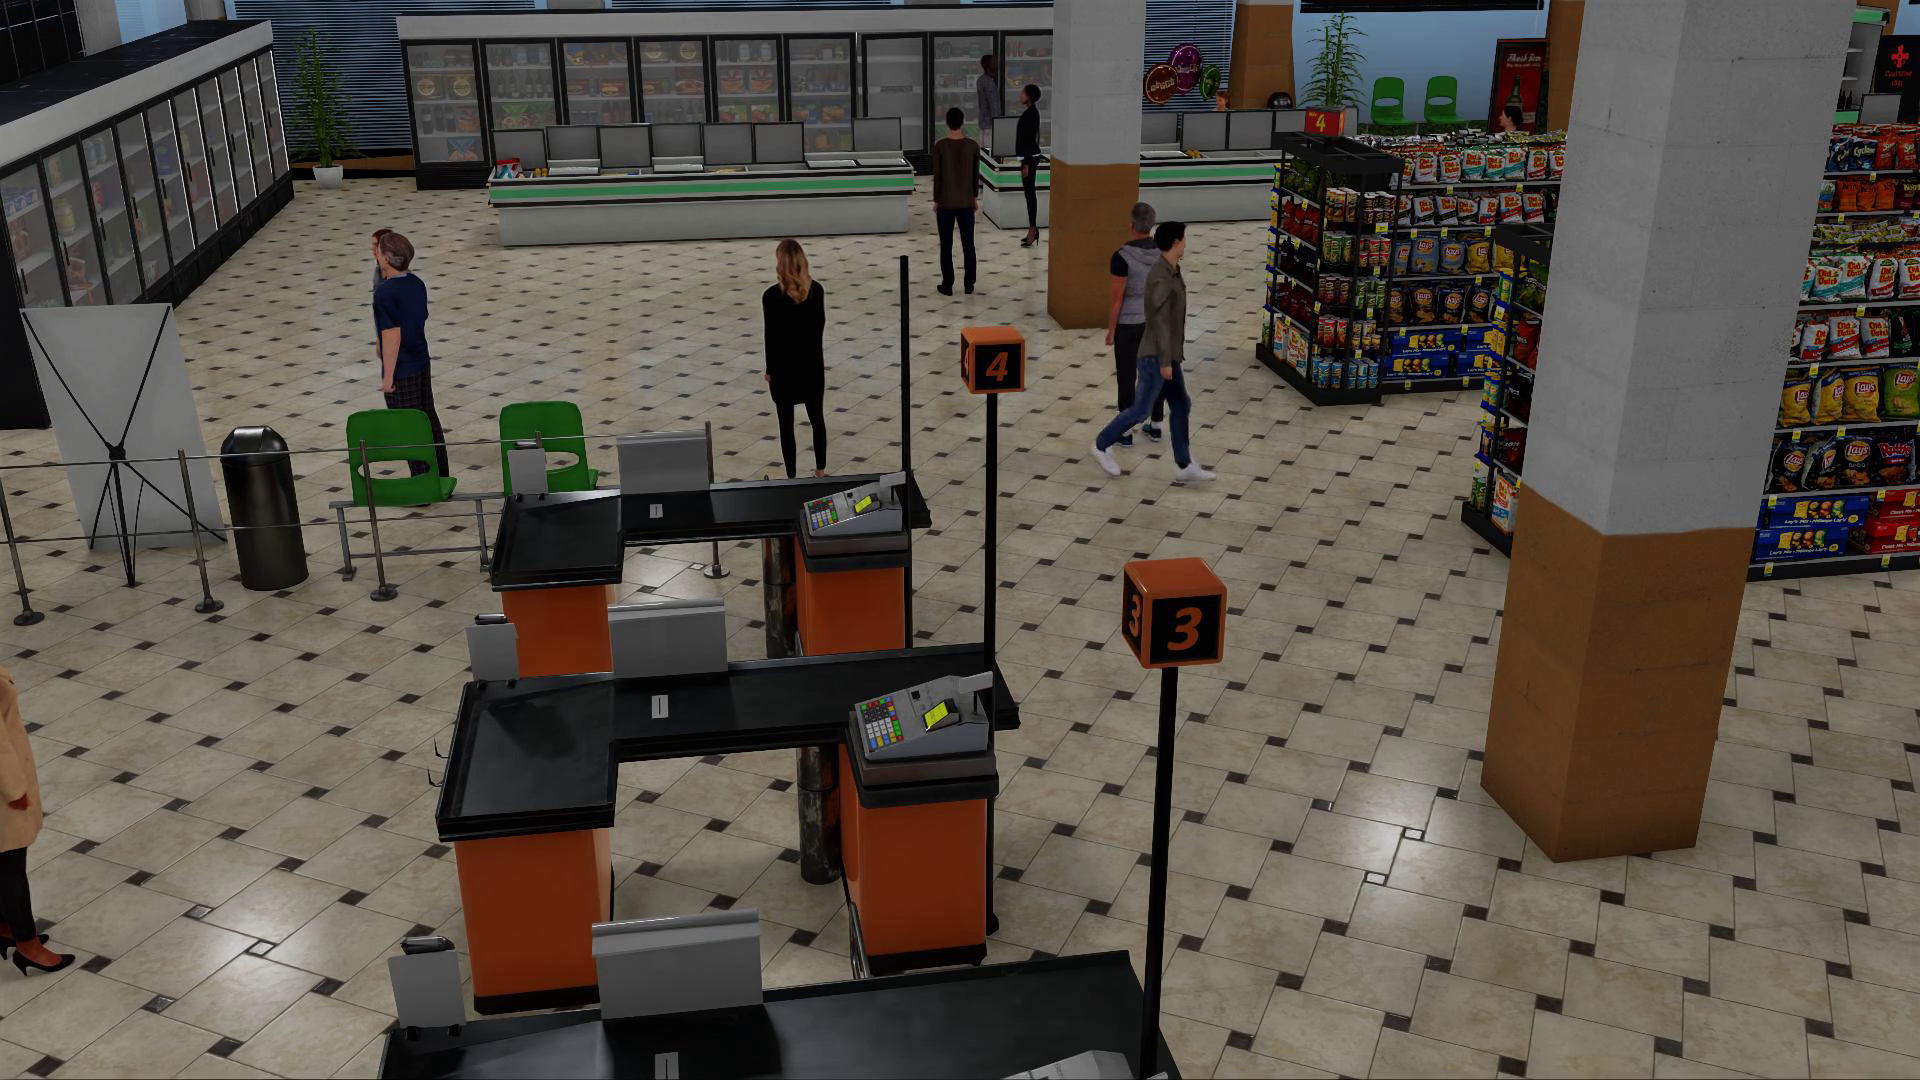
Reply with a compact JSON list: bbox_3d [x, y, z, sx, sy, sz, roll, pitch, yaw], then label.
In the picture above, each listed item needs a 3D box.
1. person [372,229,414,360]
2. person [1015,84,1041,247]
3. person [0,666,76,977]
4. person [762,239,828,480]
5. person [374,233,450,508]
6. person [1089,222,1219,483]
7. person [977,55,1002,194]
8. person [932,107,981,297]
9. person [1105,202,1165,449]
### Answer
[{"bbox_3d":[-4.112,-1.454,12.270,0.680,1.702,0.733,16,27,34],"label":"person"},{"bbox_3d":[0.803,-4.346,19.290,0.623,1.834,0.673,3,22,6],"label":"person"},{"bbox_3d":[-3.749,0.913,6.407,0.716,1.682,0.737,19,29,40],"label":"person"},{"bbox_3d":[-1.122,-1.174,11.441,0.586,1.801,0.733,-13,25,-28],"label":"person"},{"bbox_3d":[-3.754,-1.160,11.311,0.691,1.872,0.733,5,22,12],"label":"person"},{"bbox_3d":[1.304,-1.299,11.693,1.319,1.844,1.124,9,23,20],"label":"person"},{"bbox_3d":[0.368,-5.577,22.348,0.584,1.839,0.705,-7,23,-16],"label":"person"},{"bbox_3d":[-0.047,-3.460,17.015,0.507,1.887,0.720,-6,23,-13],"label":"person"},{"bbox_3d":[1.351,-1.616,12.506,0.626,1.826,0.819,-12,25,-26],"label":"person"}]
